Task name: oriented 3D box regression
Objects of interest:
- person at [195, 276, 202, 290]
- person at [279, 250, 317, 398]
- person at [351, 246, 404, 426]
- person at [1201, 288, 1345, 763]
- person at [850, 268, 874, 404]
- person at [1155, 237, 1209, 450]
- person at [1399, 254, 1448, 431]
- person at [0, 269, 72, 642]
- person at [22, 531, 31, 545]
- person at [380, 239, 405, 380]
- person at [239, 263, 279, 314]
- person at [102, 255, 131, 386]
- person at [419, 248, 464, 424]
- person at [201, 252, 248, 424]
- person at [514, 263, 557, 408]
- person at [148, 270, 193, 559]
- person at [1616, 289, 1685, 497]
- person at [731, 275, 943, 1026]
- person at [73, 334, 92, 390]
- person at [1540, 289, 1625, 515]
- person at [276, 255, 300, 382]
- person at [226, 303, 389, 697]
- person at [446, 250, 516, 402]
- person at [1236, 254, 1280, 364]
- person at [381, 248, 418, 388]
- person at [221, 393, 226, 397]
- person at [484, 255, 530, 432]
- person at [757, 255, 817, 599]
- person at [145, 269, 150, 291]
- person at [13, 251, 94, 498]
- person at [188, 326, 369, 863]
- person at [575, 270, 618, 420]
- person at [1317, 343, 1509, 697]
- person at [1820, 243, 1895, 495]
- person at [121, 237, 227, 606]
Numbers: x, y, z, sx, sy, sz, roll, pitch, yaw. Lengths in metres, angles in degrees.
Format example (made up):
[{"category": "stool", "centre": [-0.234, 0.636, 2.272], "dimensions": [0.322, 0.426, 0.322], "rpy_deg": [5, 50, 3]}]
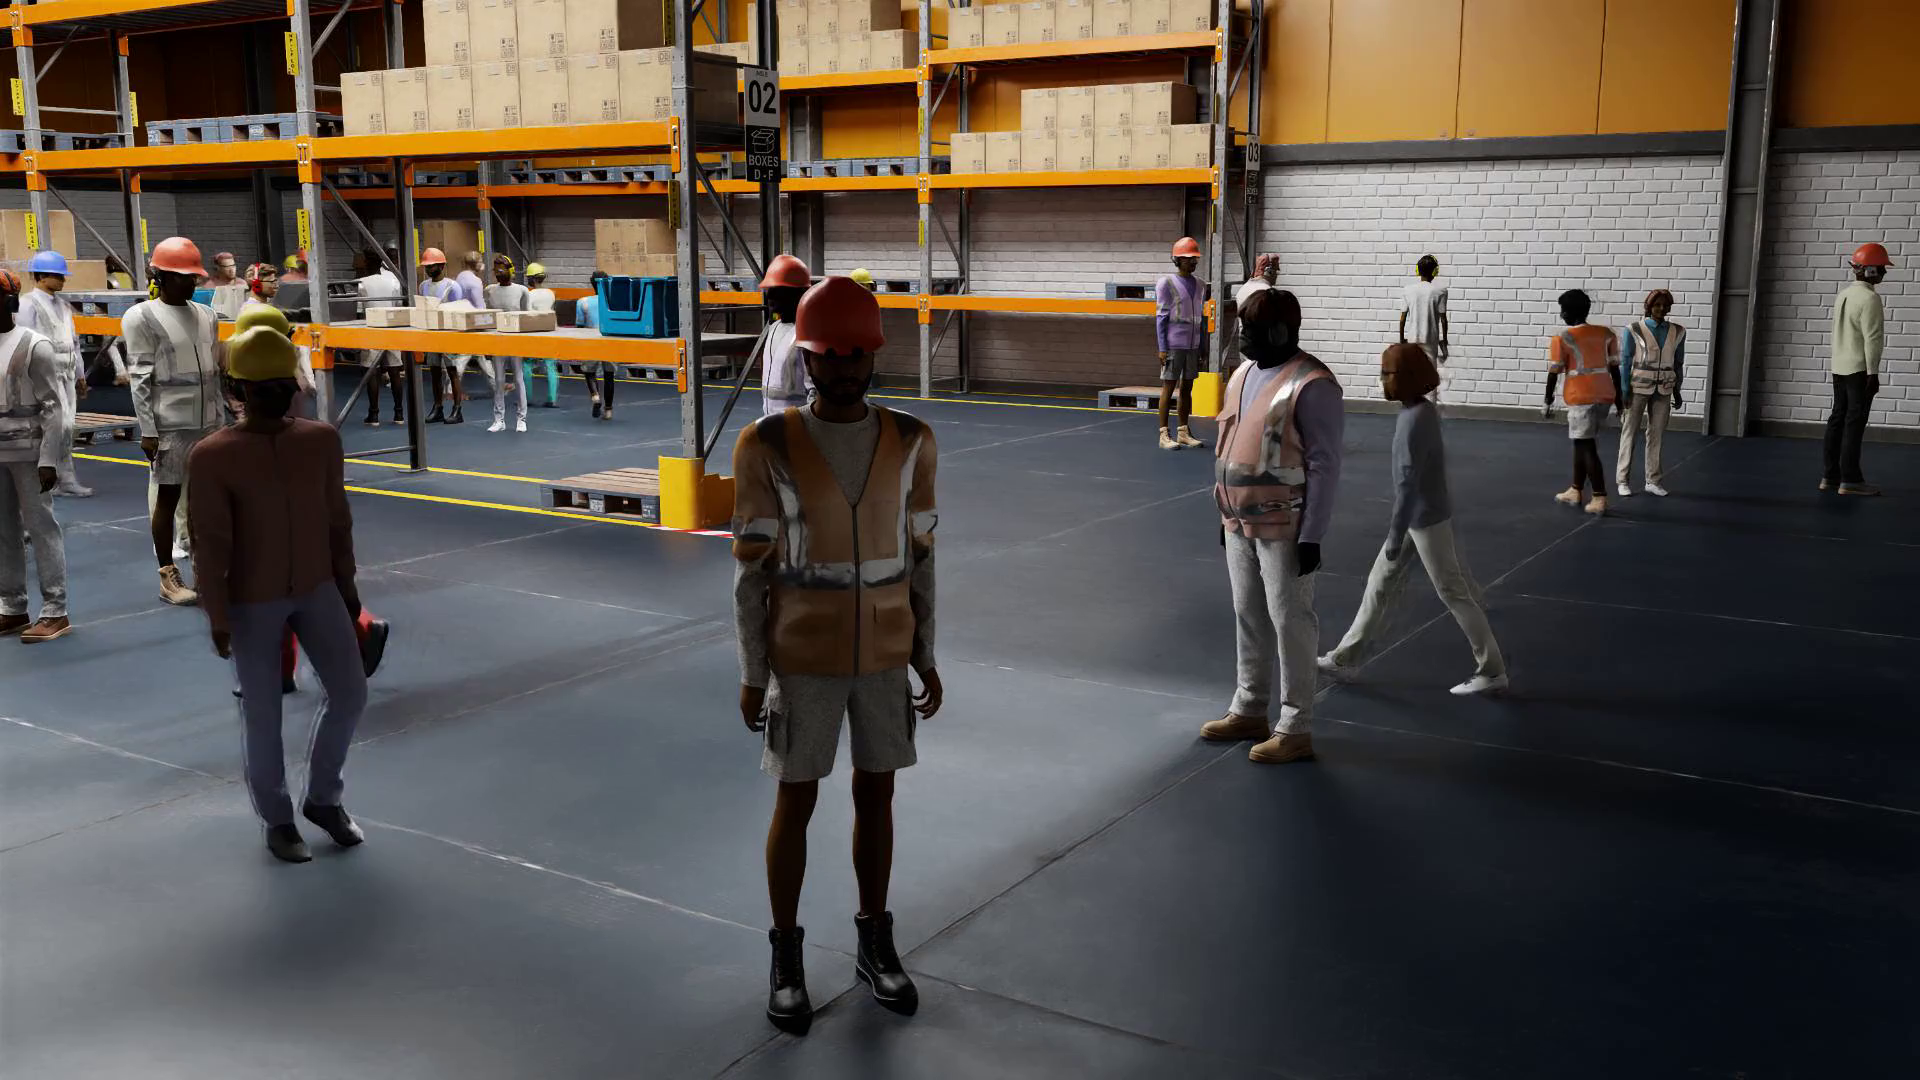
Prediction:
[{"category": "person", "centre": [-10.770, -3.000, 23.415], "dimensions": [0.288, 1.626, 0.498], "rpy_deg": [6, 12, 31]}, {"category": "person", "centre": [-8.490, -2.814, 21.551], "dimensions": [0.626, 1.930, 1.009], "rpy_deg": [-8, 13, -36]}, {"category": "person", "centre": [-6.355, -2.232, 18.201], "dimensions": [0.612, 1.965, 0.361], "rpy_deg": [-7, 12, -34]}, {"category": "person", "centre": [1.205, -0.057, 6.503], "dimensions": [0.429, 1.840, 0.630], "rpy_deg": [-5, 11, -24]}, {"category": "person", "centre": [-0.990, -1.820, 16.542], "dimensions": [0.296, 1.744, 0.488], "rpy_deg": [-6, 12, -31]}, {"category": "person", "centre": [2.168, -1.894, 16.116], "dimensions": [0.605, 2.045, 0.377], "rpy_deg": [-7, 12, -35]}, {"category": "person", "centre": [4.883, -2.060, 17.517], "dimensions": [0.531, 1.870, 0.316], "rpy_deg": [6, 12, 28]}, {"category": "person", "centre": [-4.793, -0.422, 8.403], "dimensions": [0.576, 1.884, 0.354], "rpy_deg": [3, 11, 17]}, {"category": "person", "centre": [-5.971, -0.653, 9.897], "dimensions": [0.473, 1.810, 0.590], "rpy_deg": [-1, 10, -8]}, {"category": "person", "centre": [-8.236, -3.369, 24.297], "dimensions": [0.536, 2.000, 0.673], "rpy_deg": [5, 11, 25]}, {"category": "person", "centre": [-5.419, -1.215, 12.902], "dimensions": [0.373, 1.843, 0.571], "rpy_deg": [-4, 11, -23]}, {"category": "person", "centre": [-11.564, -3.012, 22.930], "dimensions": [0.473, 1.822, 0.657], "rpy_deg": [4, 11, 22]}, {"category": "person", "centre": [-5.732, -2.236, 18.309], "dimensions": [0.551, 1.935, 0.375], "rpy_deg": [4, 11, 21]}, {"category": "person", "centre": [-7.927, -2.181, 18.121], "dimensions": [0.619, 1.893, 0.698], "rpy_deg": [5, 11, 24]}, {"category": "person", "centre": [-5.159, -2.463, 20.123], "dimensions": [0.698, 1.743, 0.531], "rpy_deg": [7, 13, 36]}, {"category": "person", "centre": [-5.033, -0.814, 10.660], "dimensions": [0.329, 1.856, 0.515], "rpy_deg": [3, 11, 15]}, {"category": "person", "centre": [5.467, -1.161, 13.172], "dimensions": [0.514, 1.642, 0.314], "rpy_deg": [0, 10, -2]}, {"category": "person", "centre": [-0.300, 0.294, 4.289], "dimensions": [0.551, 1.935, 0.375], "rpy_deg": [-4, 11, -20]}, {"category": "person", "centre": [-11.925, -2.902, 22.285], "dimensions": [0.403, 1.834, 0.587], "rpy_deg": [-2, 10, -13]}, {"category": "person", "centre": [4.634, -1.031, 12.397], "dimensions": [0.547, 1.643, 0.715], "rpy_deg": [-4, 11, -19]}, {"category": "person", "centre": [-9.480, -3.149, 23.704], "dimensions": [0.418, 1.816, 0.608], "rpy_deg": [4, 11, 22]}, {"category": "person", "centre": [-2.936, -0.171, 7.366], "dimensions": [0.579, 1.750, 0.535], "rpy_deg": [-5, 12, -28]}, {"category": "person", "centre": [-6.082, -2.697, 21.000], "dimensions": [0.997, 1.884, 0.646], "rpy_deg": [-6, 12, -30]}, {"category": "person", "centre": [2.888, -1.780, 15.916], "dimensions": [0.401, 1.894, 0.653], "rpy_deg": [-3, 11, -18]}, {"category": "person", "centre": [-7.708, -3.038, 22.816], "dimensions": [0.587, 1.915, 0.389], "rpy_deg": [-7, 12, -33]}, {"category": "person", "centre": [-9.054, -2.406, 19.362], "dimensions": [0.907, 1.908, 0.552], "rpy_deg": [0, 10, -1]}, {"category": "person", "centre": [-4.785, -2.066, 17.574], "dimensions": [0.517, 1.865, 0.327], "rpy_deg": [0, 10, 2]}, {"category": "person", "centre": [-0.943, -0.596, 9.207], "dimensions": [0.349, 1.942, 0.545], "rpy_deg": [-7, 12, -35]}, {"category": "person", "centre": [-11.976, -3.197, 24.580], "dimensions": [0.514, 1.598, 0.684], "rpy_deg": [-3, 11, -16]}, {"category": "person", "centre": [-7.058, -1.273, 12.961], "dimensions": [0.424, 1.934, 0.641], "rpy_deg": [0, 10, 2]}, {"category": "person", "centre": [-2.169, 0.191, 5.355], "dimensions": [0.437, 1.749, 0.562], "rpy_deg": [9, 14, 41]}, {"category": "person", "centre": [-4.005, -2.160, 18.573], "dimensions": [0.552, 1.683, 0.424], "rpy_deg": [-3, 11, -14]}, {"category": "person", "centre": [2.013, -0.079, 7.360], "dimensions": [0.946, 1.570, 0.514], "rpy_deg": [2, 10, 12]}, {"category": "person", "centre": [7.181, -1.362, 13.302], "dimensions": [0.381, 1.994, 0.615], "rpy_deg": [0, 10, 1]}, {"category": "person", "centre": [-4.328, -0.662, 9.307], "dimensions": [0.380, 2.039, 0.607], "rpy_deg": [4, 11, 21]}]
